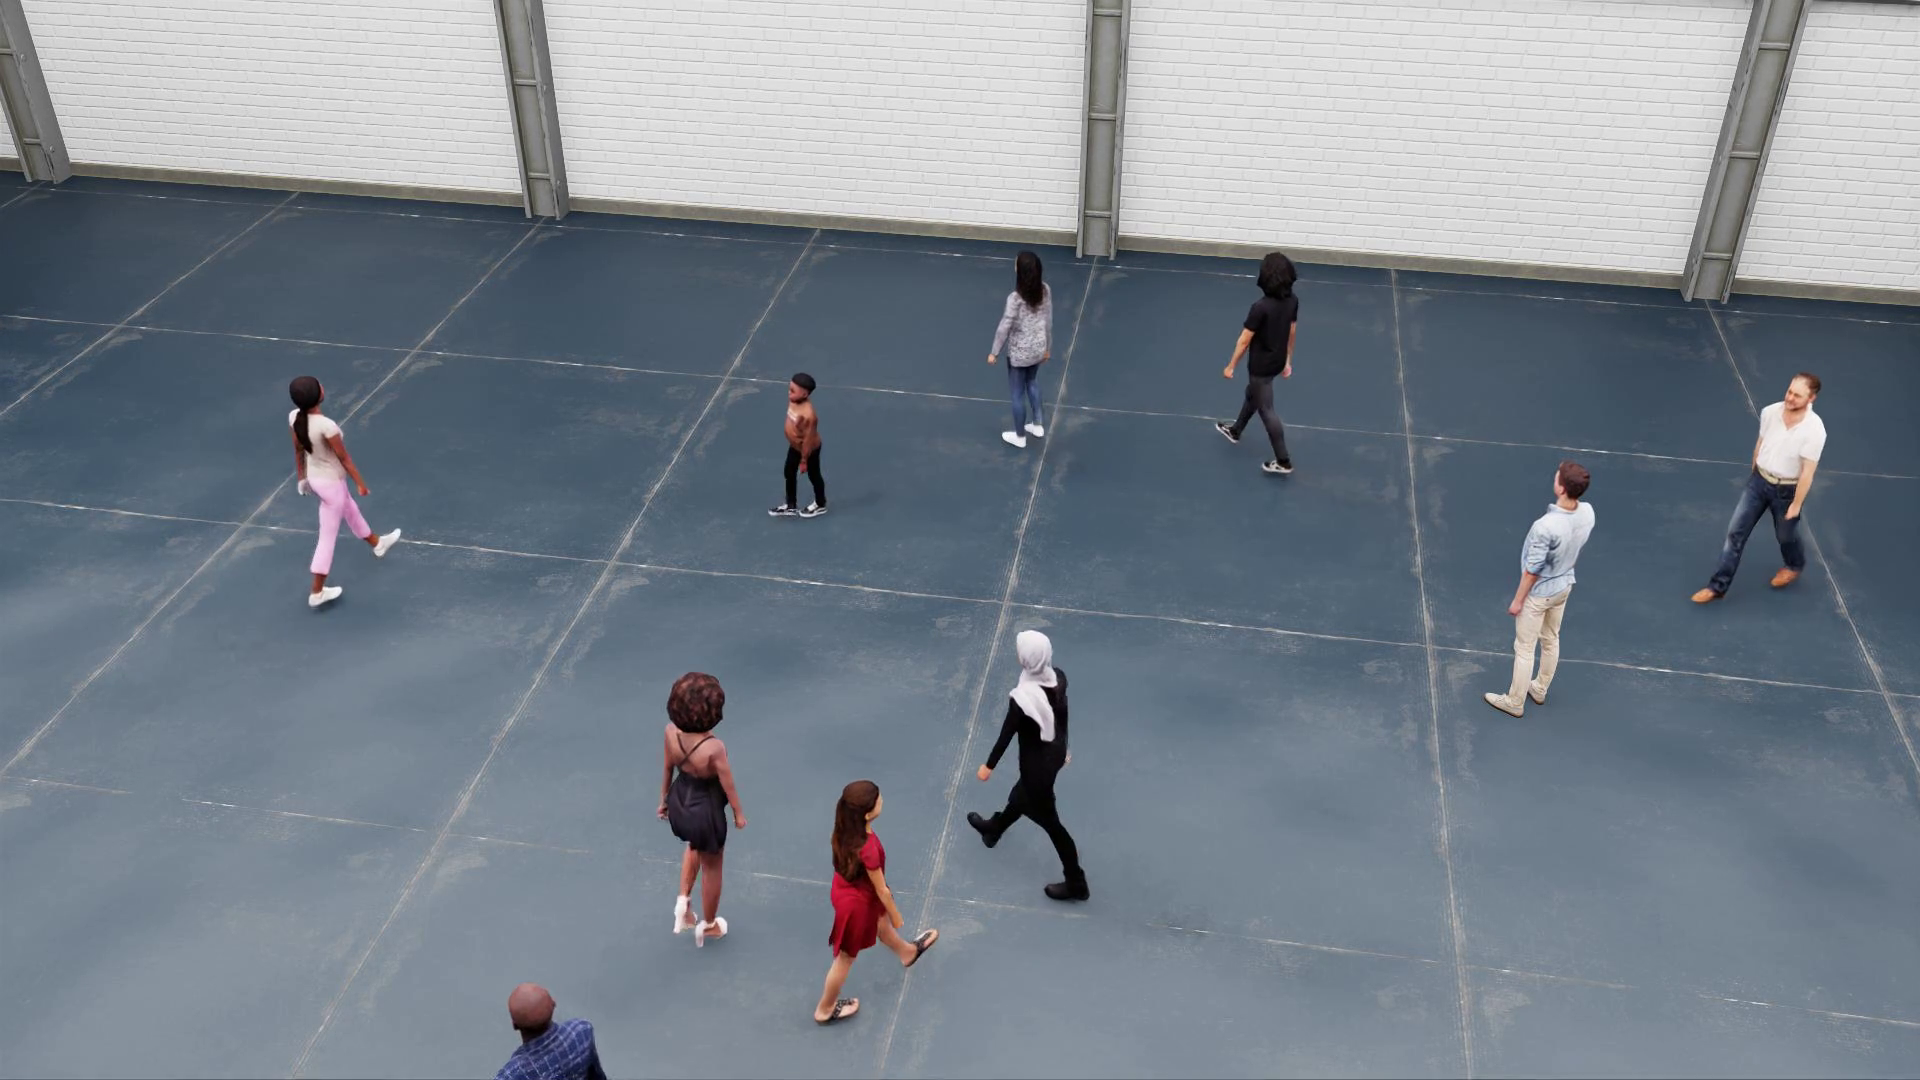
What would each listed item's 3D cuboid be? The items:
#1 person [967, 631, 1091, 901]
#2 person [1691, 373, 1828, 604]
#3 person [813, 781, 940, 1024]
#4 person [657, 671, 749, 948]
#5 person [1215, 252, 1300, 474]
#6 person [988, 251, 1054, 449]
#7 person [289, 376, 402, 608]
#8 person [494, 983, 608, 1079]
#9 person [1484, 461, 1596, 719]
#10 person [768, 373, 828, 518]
[{"bbox_3d":[0.528,1.312,9.227,1.217,1.734,0.952,19,38,26],"label":"person"},{"bbox_3d":[5.824,-0.374,11.694,1.318,1.812,1.149,-16,37,-23],"label":"person"},{"bbox_3d":[-0.590,1.897,8.561,1.084,1.497,0.957,-17,37,-24],"label":"person"},{"bbox_3d":[-1.445,1.520,8.882,0.704,1.770,0.774,19,38,26],"label":"person"},{"bbox_3d":[2.482,-1.360,13.193,1.103,1.794,1.212,-24,41,-32],"label":"person"},{"bbox_3d":[0.566,-1.504,13.471,0.751,1.725,0.796,-25,41,-32],"label":"person"},{"bbox_3d":[-4.511,-0.318,11.723,1.185,1.685,0.971,20,38,27],"label":"person"},{"bbox_3d":[-1.668,2.619,7.196,0.969,1.806,0.871,24,40,31],"label":"person"},{"bbox_3d":[3.744,0.317,10.621,0.716,1.848,0.788,-19,38,-26],"label":"person"},{"bbox_3d":[-1.126,-0.727,12.737,0.790,1.245,0.716,-16,37,-22],"label":"person"}]
